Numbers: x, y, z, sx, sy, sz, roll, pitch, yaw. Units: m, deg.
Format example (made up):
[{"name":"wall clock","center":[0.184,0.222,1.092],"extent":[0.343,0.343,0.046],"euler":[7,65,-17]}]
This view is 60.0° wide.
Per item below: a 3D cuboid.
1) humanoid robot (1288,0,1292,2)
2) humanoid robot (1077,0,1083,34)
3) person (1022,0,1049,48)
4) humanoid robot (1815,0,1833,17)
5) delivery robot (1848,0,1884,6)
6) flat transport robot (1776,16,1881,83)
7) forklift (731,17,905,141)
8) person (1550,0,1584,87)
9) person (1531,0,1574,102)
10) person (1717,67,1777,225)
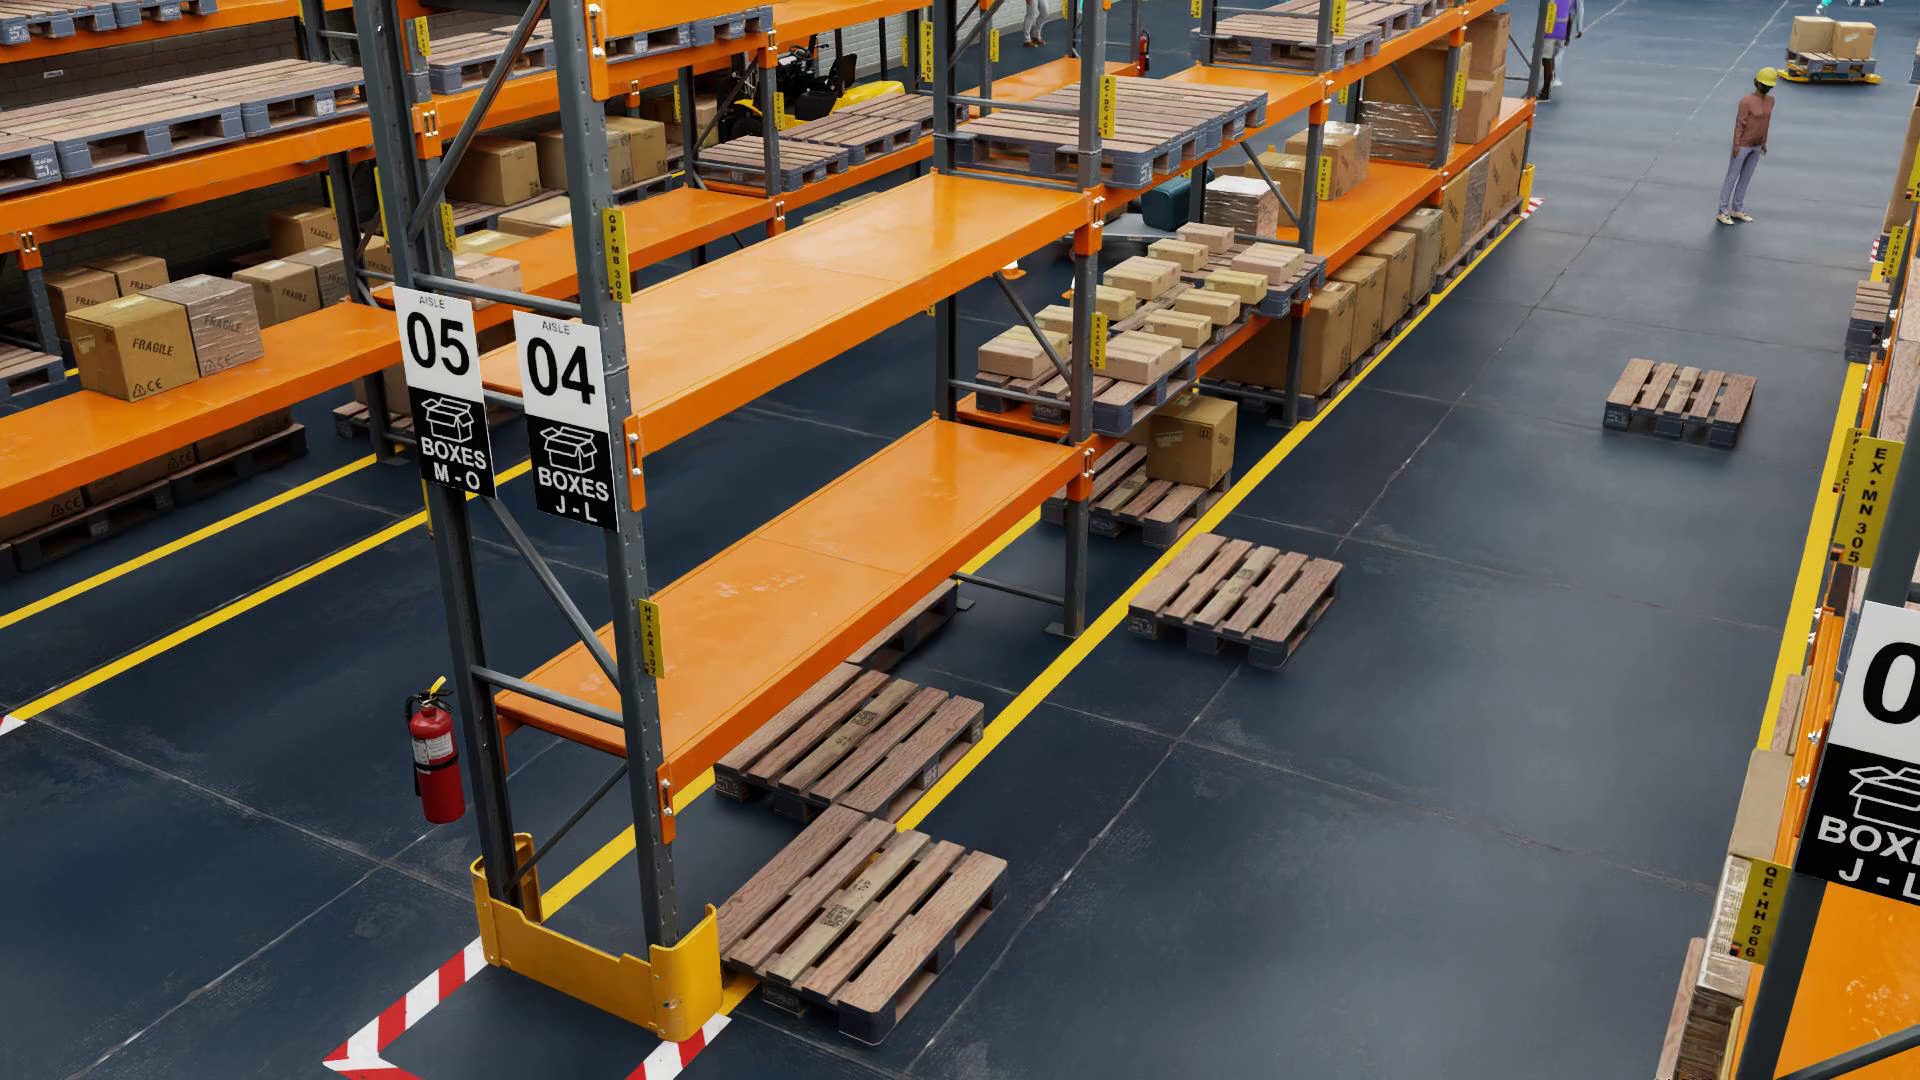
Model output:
[{"name":"humanoid robot","center":[4.824,-7.597,25.446],"extent":[0.771,1.791,0.538],"euler":[2,26,4]},{"name":"humanoid robot","center":[2.192,-10.432,31.297],"extent":[0.538,1.763,0.738],"euler":[12,28,23]},{"name":"person","center":[1.365,-9.817,29.864],"extent":[0.449,1.913,0.645],"euler":[16,30,29]},{"name":"humanoid robot","center":[16.484,-10.439,31.471],"extent":[0.759,1.899,0.546],"euler":[2,26,4]},{"name":"delivery robot","center":[19.109,-11.554,35.036],"extent":[0.801,0.608,0.499],"euler":[-16,30,-29]},{"name":"flat transport robot","center":[14.222,-7.652,27.242],"extent":[1.431,0.231,0.659],"euler":[2,26,5]},{"name":"forklift","center":[-1.819,-5.975,21.543],"extent":[2.313,2.155,1.214],"euler":[14,29,26]},{"name":"person","center":[9.687,-8.230,26.566],"extent":[0.648,1.894,0.633],"euler":[-17,31,-32]},{"name":"person","center":[9.065,-7.741,25.509],"extent":[0.698,1.928,0.583],"euler":[-12,28,-24]},{"name":"person","center":[9.007,-4.490,18.954],"extent":[0.523,1.761,0.325],"euler":[-12,28,-23]}]
